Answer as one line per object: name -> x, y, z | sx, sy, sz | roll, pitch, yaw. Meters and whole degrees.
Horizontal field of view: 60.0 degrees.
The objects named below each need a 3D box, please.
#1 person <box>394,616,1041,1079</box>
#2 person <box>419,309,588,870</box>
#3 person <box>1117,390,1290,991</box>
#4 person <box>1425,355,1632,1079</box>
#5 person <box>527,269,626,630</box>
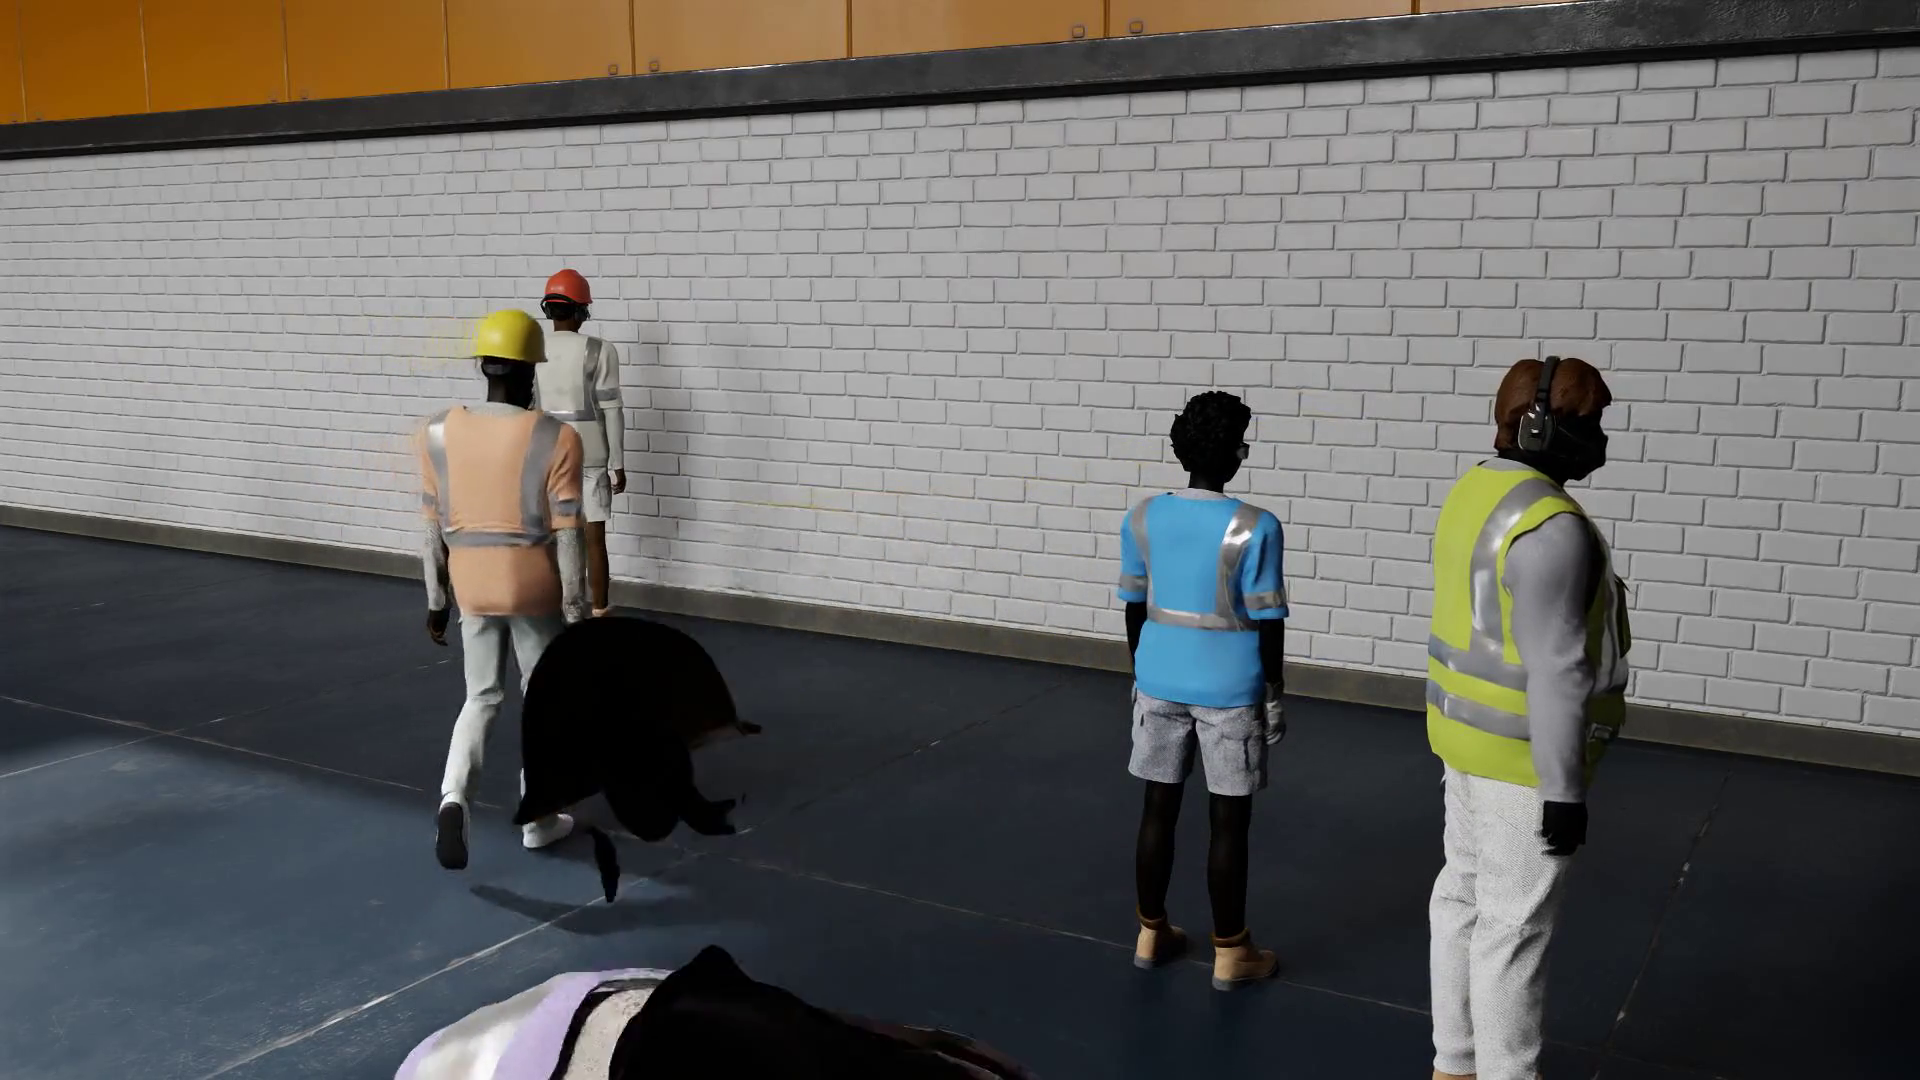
person -> -0.114, 0.920, 1.107 | 0.615, 1.867, 0.964 | 6, 11, 32
person -> -1.548, 0.180, 5.618 | 0.596, 1.904, 0.681 | 1, 9, 8
person -> 0.696, 0.426, 4.735 | 0.539, 1.696, 0.317 | 7, 12, 38
person -> 1.298, 0.499, 3.837 | 0.430, 1.841, 0.624 | 0, 9, -1
person -> -2.124, -0.451, 9.125 | 0.605, 2.045, 0.377 | 1, 9, 5
